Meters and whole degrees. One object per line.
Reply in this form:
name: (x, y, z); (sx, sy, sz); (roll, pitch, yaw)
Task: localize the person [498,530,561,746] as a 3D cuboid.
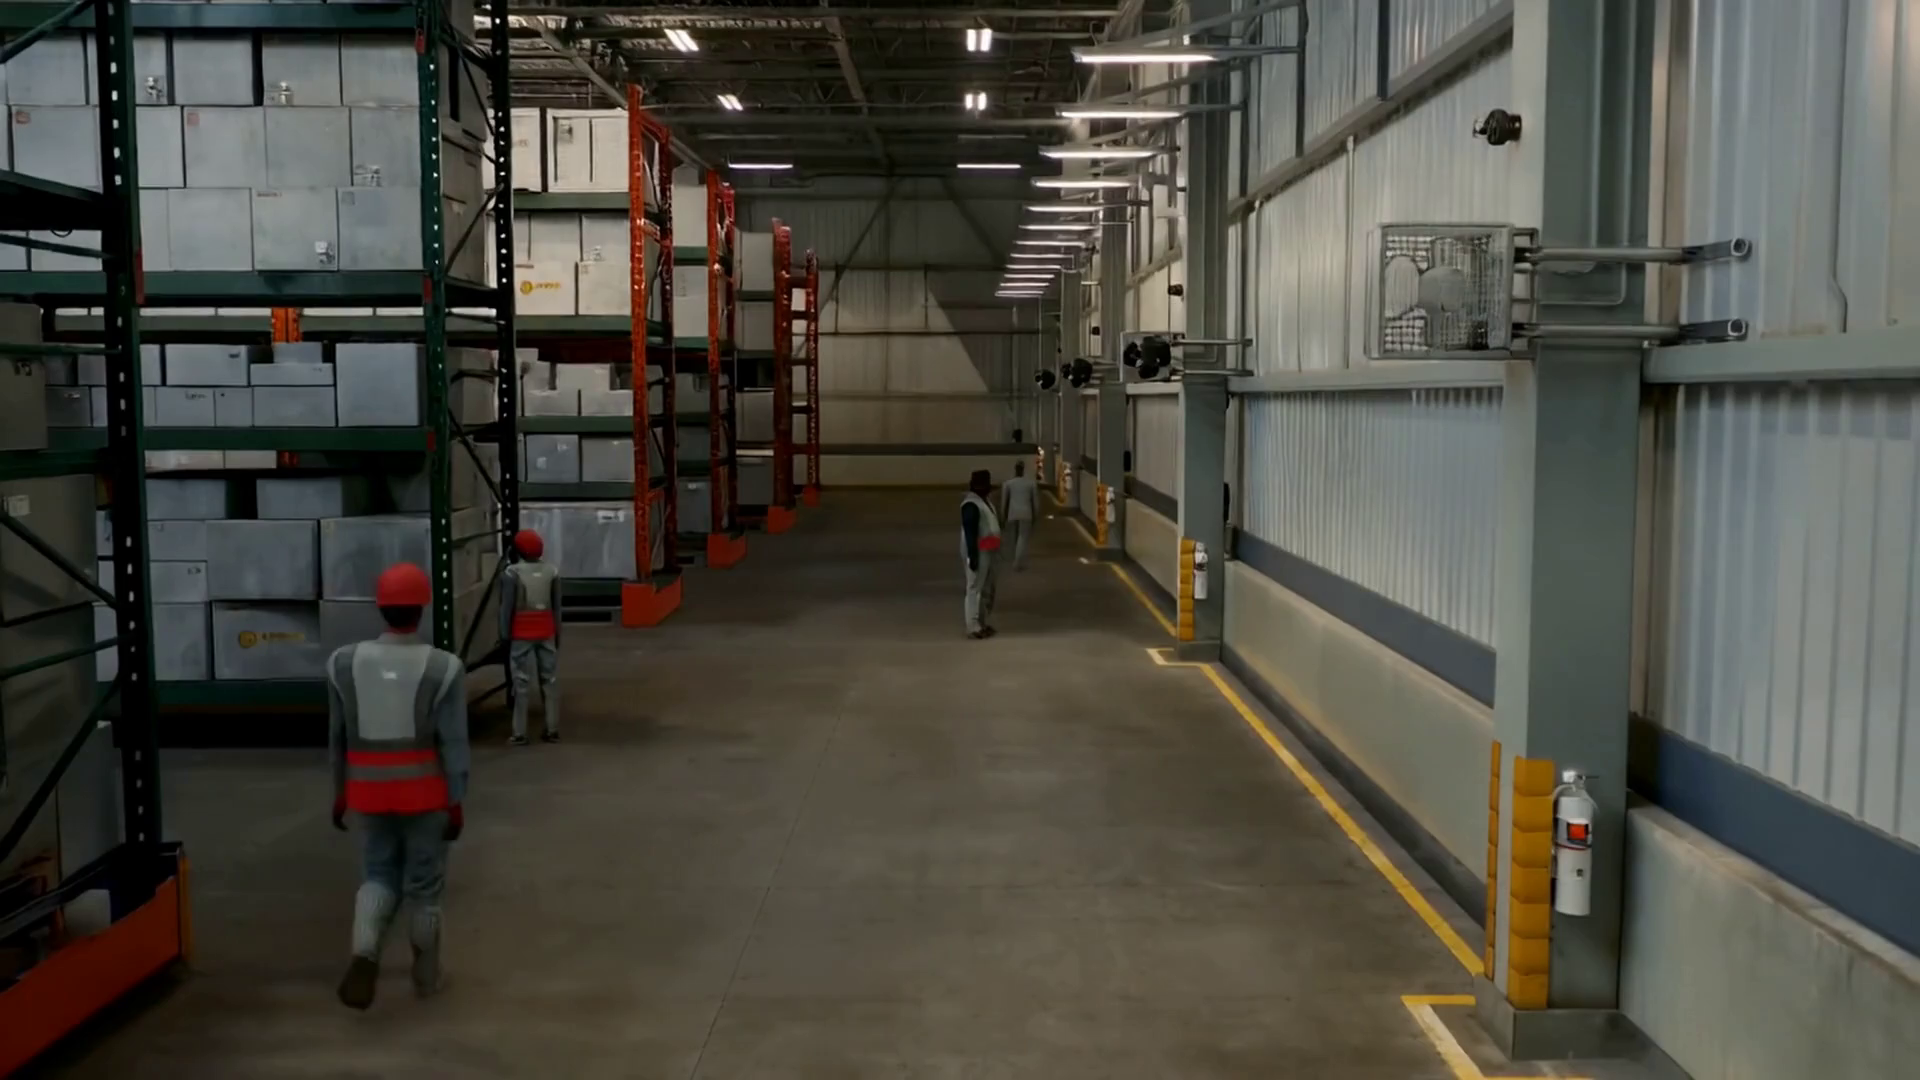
person: (-3.235, 0.736, 12.547); (0.314, 1.632, 0.518); (5, 7, 44)

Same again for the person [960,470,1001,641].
person: (0.227, 0.164, 17.987); (0.429, 1.844, 0.626); (1, 5, 15)

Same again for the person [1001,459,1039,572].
person: (0.889, -0.366, 25.063); (0.546, 1.714, 0.903); (2, 5, 20)

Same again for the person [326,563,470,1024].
person: (-2.373, 1.064, 6.996); (0.618, 1.933, 0.704); (0, 5, -3)
